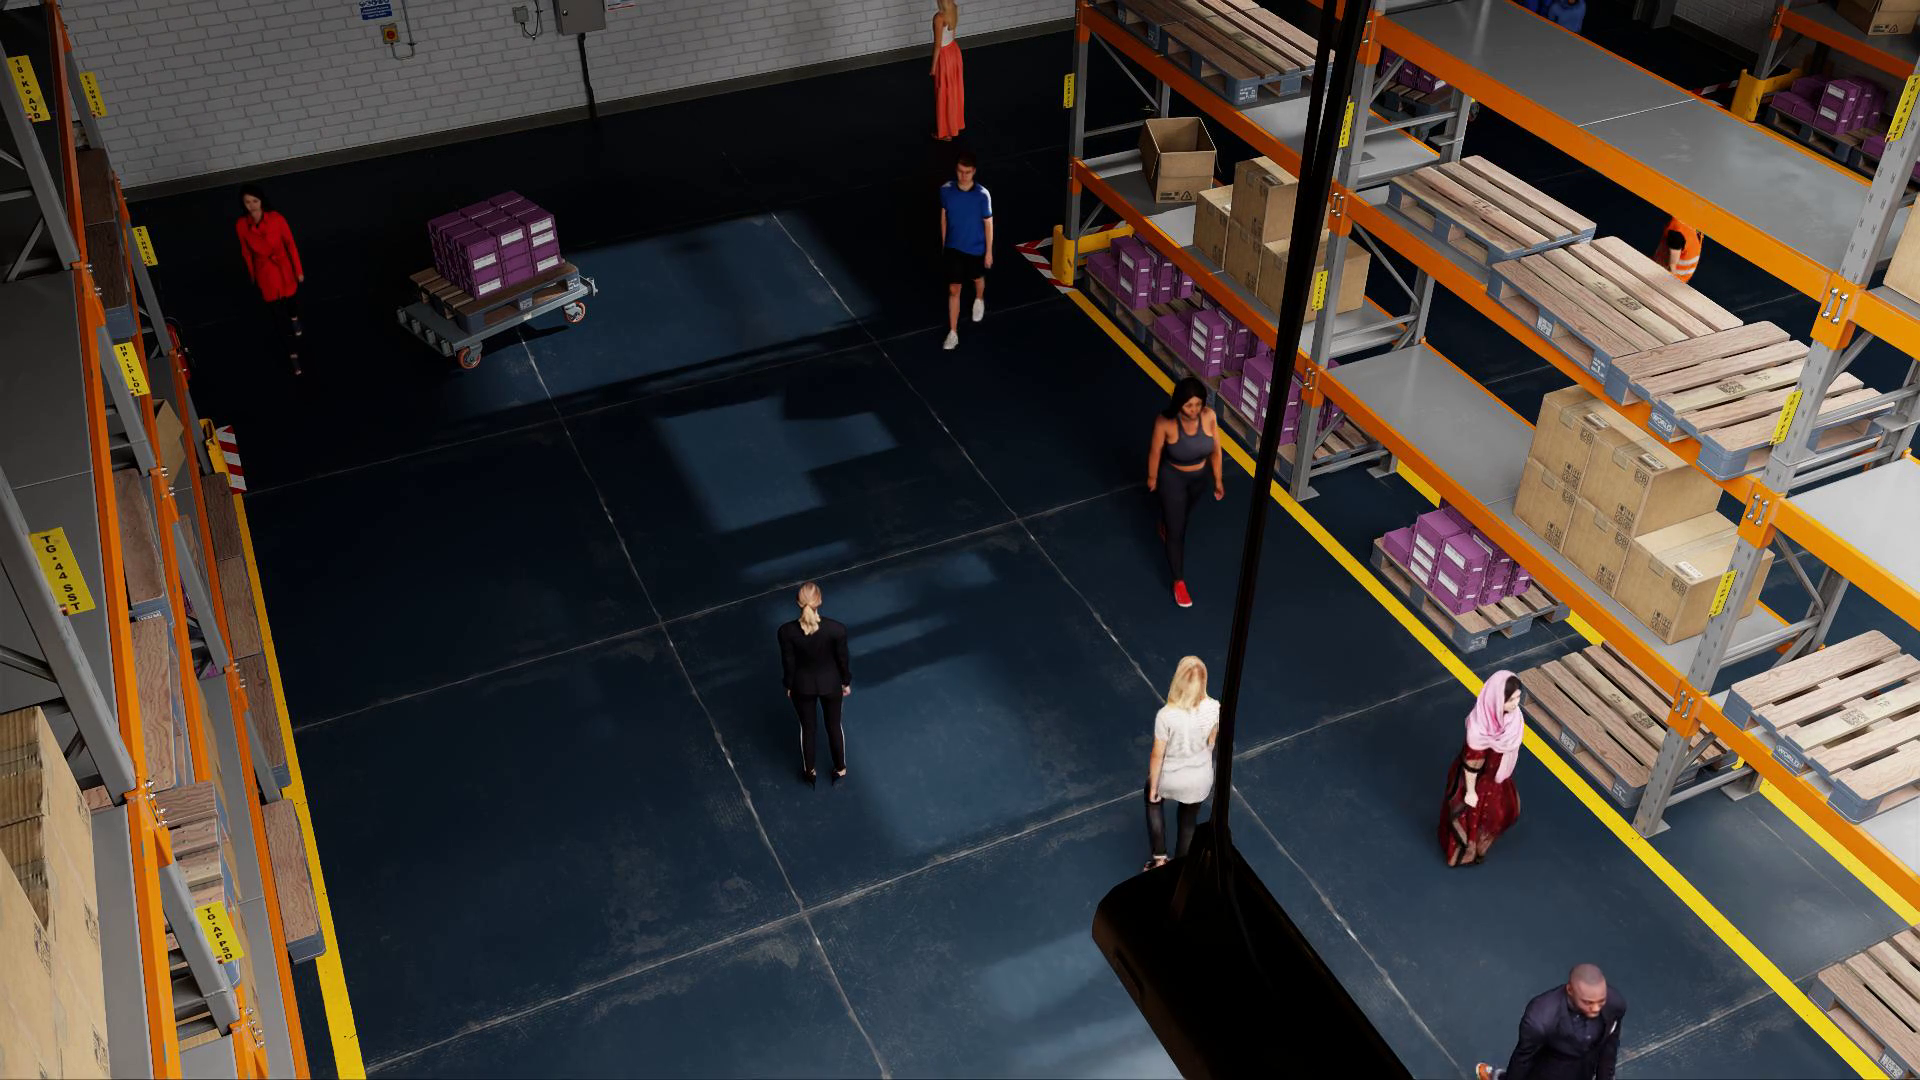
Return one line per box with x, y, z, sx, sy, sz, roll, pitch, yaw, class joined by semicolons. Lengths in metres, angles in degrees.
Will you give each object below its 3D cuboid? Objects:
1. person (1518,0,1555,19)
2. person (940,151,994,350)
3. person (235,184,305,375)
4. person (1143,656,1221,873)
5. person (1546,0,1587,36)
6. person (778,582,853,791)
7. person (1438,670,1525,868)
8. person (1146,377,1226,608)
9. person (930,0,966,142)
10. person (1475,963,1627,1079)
7.069;-6.754;20.294;0.888;1.804;0.999;1;39;2;person
0.088;-2.732;15.245;1.135;1.820;1.315;6;39;8;person
-6.143;-2.418;14.947;0.637;1.701;1.107;-14;41;-17;person
1.359;1.482;9.971;0.663;1.817;0.680;-7;39;-9;person
6.708;-5.577;18.828;0.781;1.795;0.900;-7;39;-8;person
-0.923;0.953;10.721;0.675;1.707;0.657;-3;39;-4;person
3.150;1.386;10.245;0.685;1.624;0.715;-24;44;-27;person
1.651;-0.503;12.498;0.776;1.764;1.250;-11;40;-14;person
-0.148;-5.343;18.528;0.766;1.803;0.723;17;42;20;person
2.996;2.669;8.505;0.738;1.791;1.104;-15;41;-18;person
